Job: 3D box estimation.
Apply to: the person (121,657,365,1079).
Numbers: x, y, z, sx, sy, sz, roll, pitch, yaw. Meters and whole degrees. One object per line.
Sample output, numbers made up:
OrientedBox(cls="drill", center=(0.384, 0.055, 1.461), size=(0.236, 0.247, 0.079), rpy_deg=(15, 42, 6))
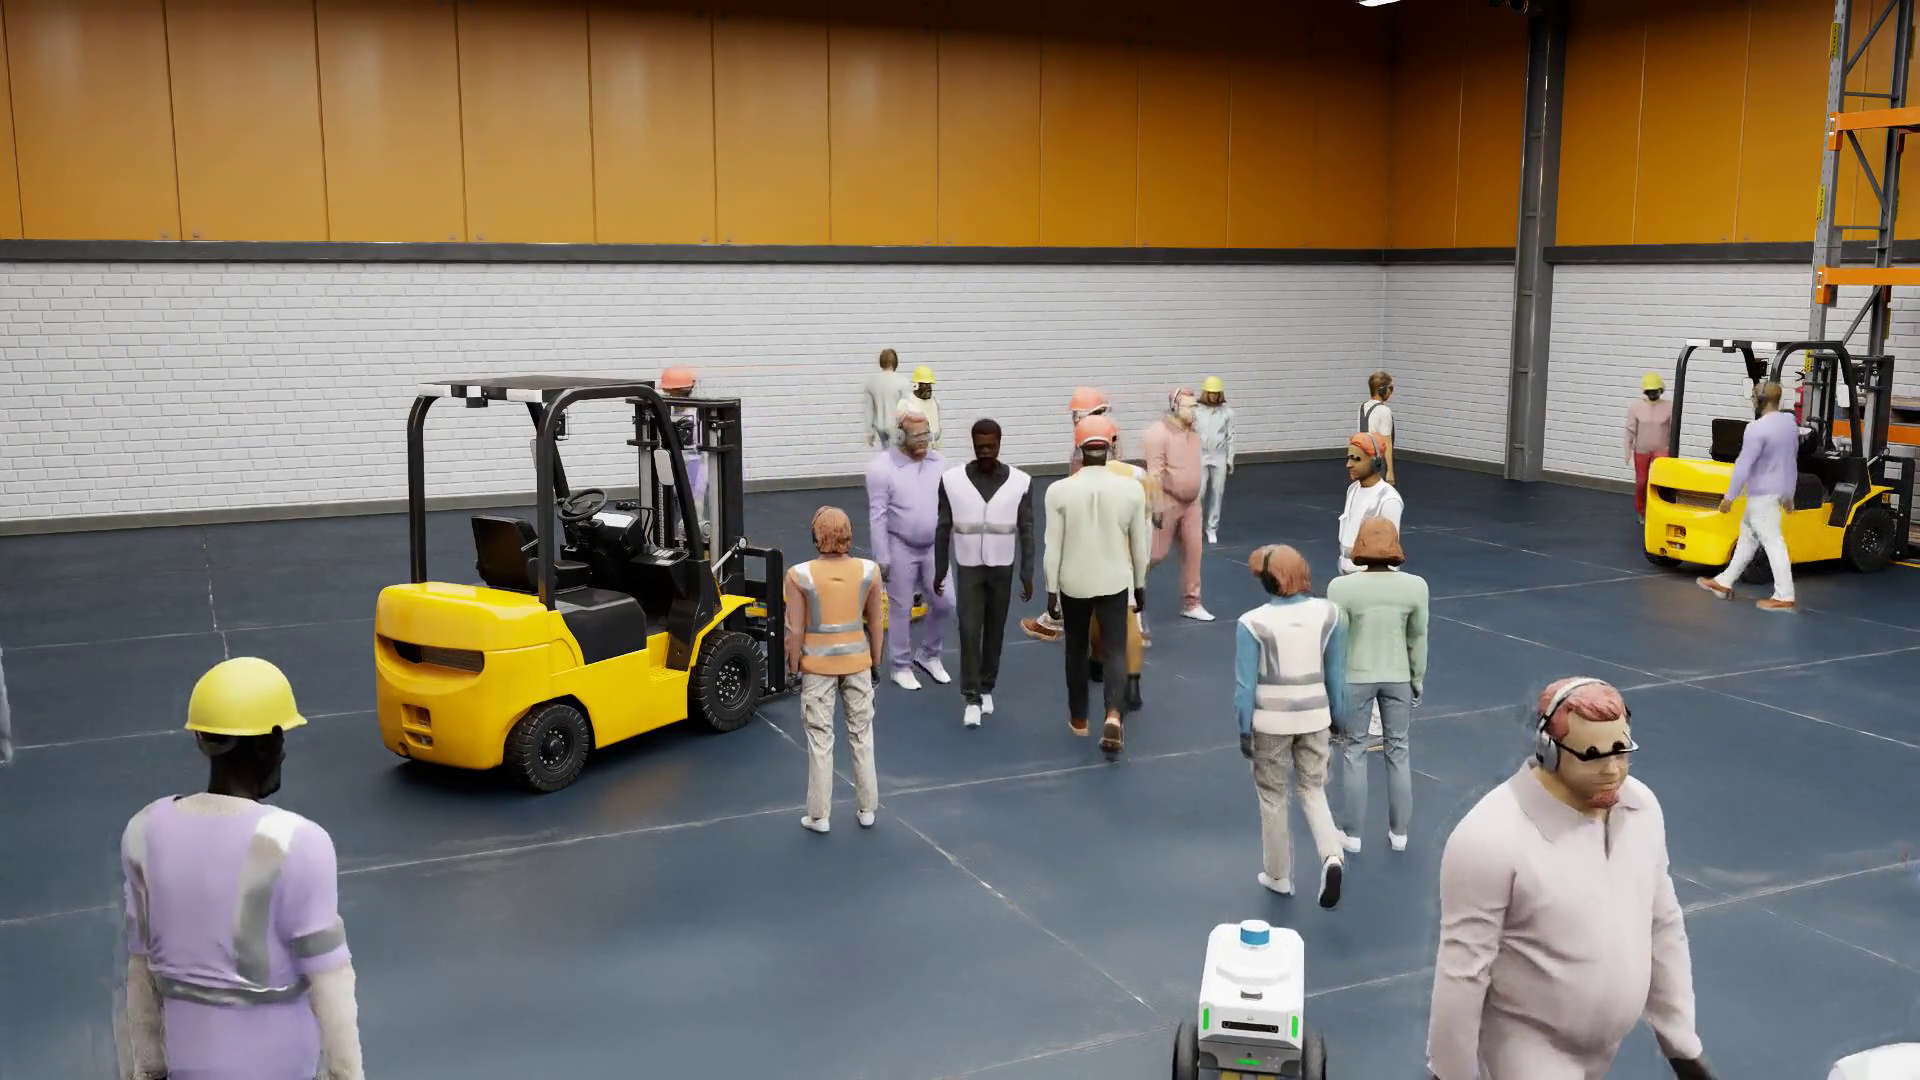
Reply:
OrientedBox(cls="person", center=(-1.747, 1.233, 3.952), size=(0.604, 1.896, 0.909), rpy_deg=(4, 10, 21))

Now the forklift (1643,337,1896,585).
OrientedBox(cls="forklift", center=(7.551, -0.789, 15.507), size=(2.313, 2.155, 1.214), rpy_deg=(-4, 10, -25))

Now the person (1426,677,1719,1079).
OrientedBox(cls="person", center=(1.498, 1.232, 4.030), size=(0.629, 1.839, 1.004), rpy_deg=(-6, 11, -34))

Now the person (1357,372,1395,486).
OrientedBox(cls="person", center=(4.002, -0.690, 15.978), size=(0.345, 1.845, 0.508), rpy_deg=(-3, 10, -20))

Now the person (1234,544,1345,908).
OrientedBox(cls="person", center=(1.470, 0.824, 7.261), size=(0.537, 1.614, 0.572), rpy_deg=(-2, 9, -14))

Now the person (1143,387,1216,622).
OrientedBox(cls="person", center=(1.697, -0.304, 13.470), size=(0.640, 1.882, 0.832), rpy_deg=(-7, 11, -37))

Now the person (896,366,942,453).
OrientedBox(cls="person", center=(-0.406, -0.913, 17.442), size=(0.599, 1.824, 0.403), rpy_deg=(-8, 12, -42))

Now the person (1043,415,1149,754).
OrientedBox(cls="person", center=(0.797, 0.254, 9.742), size=(0.622, 1.966, 0.892), rpy_deg=(0, 9, 1))

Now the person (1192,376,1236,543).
OrientedBox(cls="person", center=(2.592, -0.823, 17.147), size=(0.486, 1.731, 0.380), rpy_deg=(1, 9, 3))

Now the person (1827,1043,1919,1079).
OrientedBox(cls="person", center=(1.639, 1.445, 2.611), size=(0.613, 1.872, 1.057), rpy_deg=(5, 10, 28))

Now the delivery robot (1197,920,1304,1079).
OrientedBox(cls="delivery robot", center=(1.012, 1.556, 5.740), size=(0.477, 0.478, 0.707), rpy_deg=(2, 9, 12))

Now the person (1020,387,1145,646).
OrientedBox(cls="person", center=(0.966, -0.167, 12.424), size=(1.025, 1.937, 0.645), rpy_deg=(6, 11, 34))

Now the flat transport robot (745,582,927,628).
OrientedBox(cls="flat transport robot", center=(-1.053, 0.501, 13.449), size=(1.431, 0.197, 0.652), rpy_deg=(4, 10, 24))

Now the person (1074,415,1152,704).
OrientedBox(cls="person", center=(1.000, 0.114, 10.949), size=(0.564, 1.869, 1.042), rpy_deg=(-1, 9, -6))

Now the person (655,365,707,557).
OrientedBox(cls="person", center=(-2.345, -0.421, 13.723), size=(0.524, 2.029, 0.635), rpy_deg=(-5, 10, -27))

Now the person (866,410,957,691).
OrientedBox(cls="person", center=(-0.302, 0.075, 11.088), size=(0.658, 1.888, 0.461), rpy_deg=(-5, 11, -30))

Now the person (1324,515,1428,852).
OrientedBox(cls="person", center=(1.997, 0.695, 8.033), size=(0.506, 1.631, 0.277), rpy_deg=(-1, 9, -3))

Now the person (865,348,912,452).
OrientedBox(cls="person", center=(-0.837, -1.301, 19.567), size=(0.641, 1.912, 0.899), rpy_deg=(7, 12, 38))

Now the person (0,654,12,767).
OrientedBox(cls="person", center=(-4.190, 0.900, 6.858), size=(0.496, 1.596, 0.837), rpy_deg=(-5, 11, -29))

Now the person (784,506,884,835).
OrientedBox(cls="person", center=(-0.625, 0.650, 8.291), size=(0.516, 1.640, 0.314), rpy_deg=(-3, 10, -20))

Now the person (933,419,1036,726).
OrientedBox(cls="person", center=(0.156, 0.204, 10.286), size=(0.632, 1.882, 0.866), rpy_deg=(-1, 9, -3))

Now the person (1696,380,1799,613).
OrientedBox(cls="person", center=(6.584, -0.378, 13.851), size=(0.649, 1.894, 0.973), rpy_deg=(-7, 12, -38))

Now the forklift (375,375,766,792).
OrientedBox(cls="forklift", center=(-2.268, 0.149, 9.685), size=(1.214, 2.155, 2.313), rpy_deg=(6, 11, 32))

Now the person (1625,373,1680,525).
OrientedBox(cls="person", center=(7.522, -0.963, 18.064), size=(0.567, 1.712, 0.909), rpy_deg=(4, 10, 24))

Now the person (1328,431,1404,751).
OrientedBox(cls="person", center=(2.387, 0.298, 9.746), size=(0.349, 1.879, 0.579), rpy_deg=(-1, 9, -8))
